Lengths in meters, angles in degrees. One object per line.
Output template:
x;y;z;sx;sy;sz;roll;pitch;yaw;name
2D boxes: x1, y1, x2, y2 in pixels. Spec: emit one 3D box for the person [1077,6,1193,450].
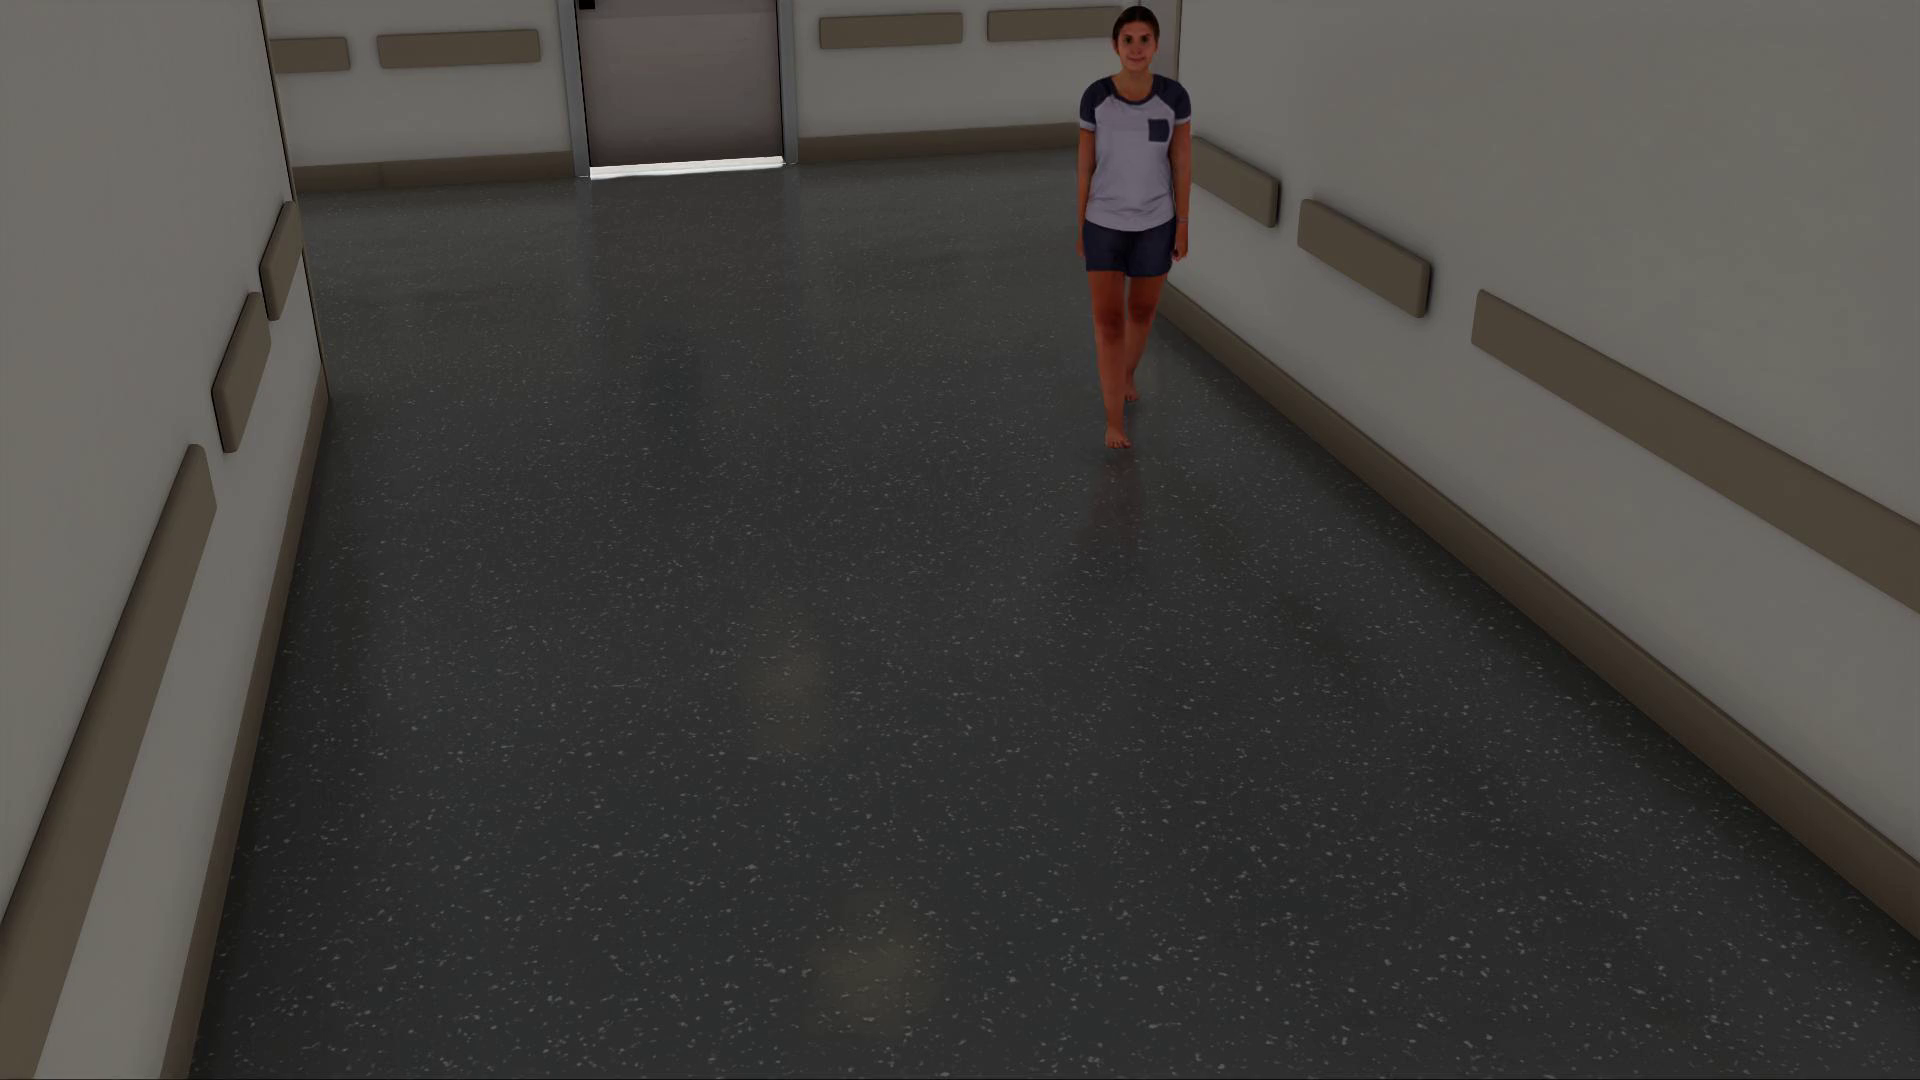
0.652;-1.197;6.381;0.998;1.578;0.785;-1;26;-1;person
